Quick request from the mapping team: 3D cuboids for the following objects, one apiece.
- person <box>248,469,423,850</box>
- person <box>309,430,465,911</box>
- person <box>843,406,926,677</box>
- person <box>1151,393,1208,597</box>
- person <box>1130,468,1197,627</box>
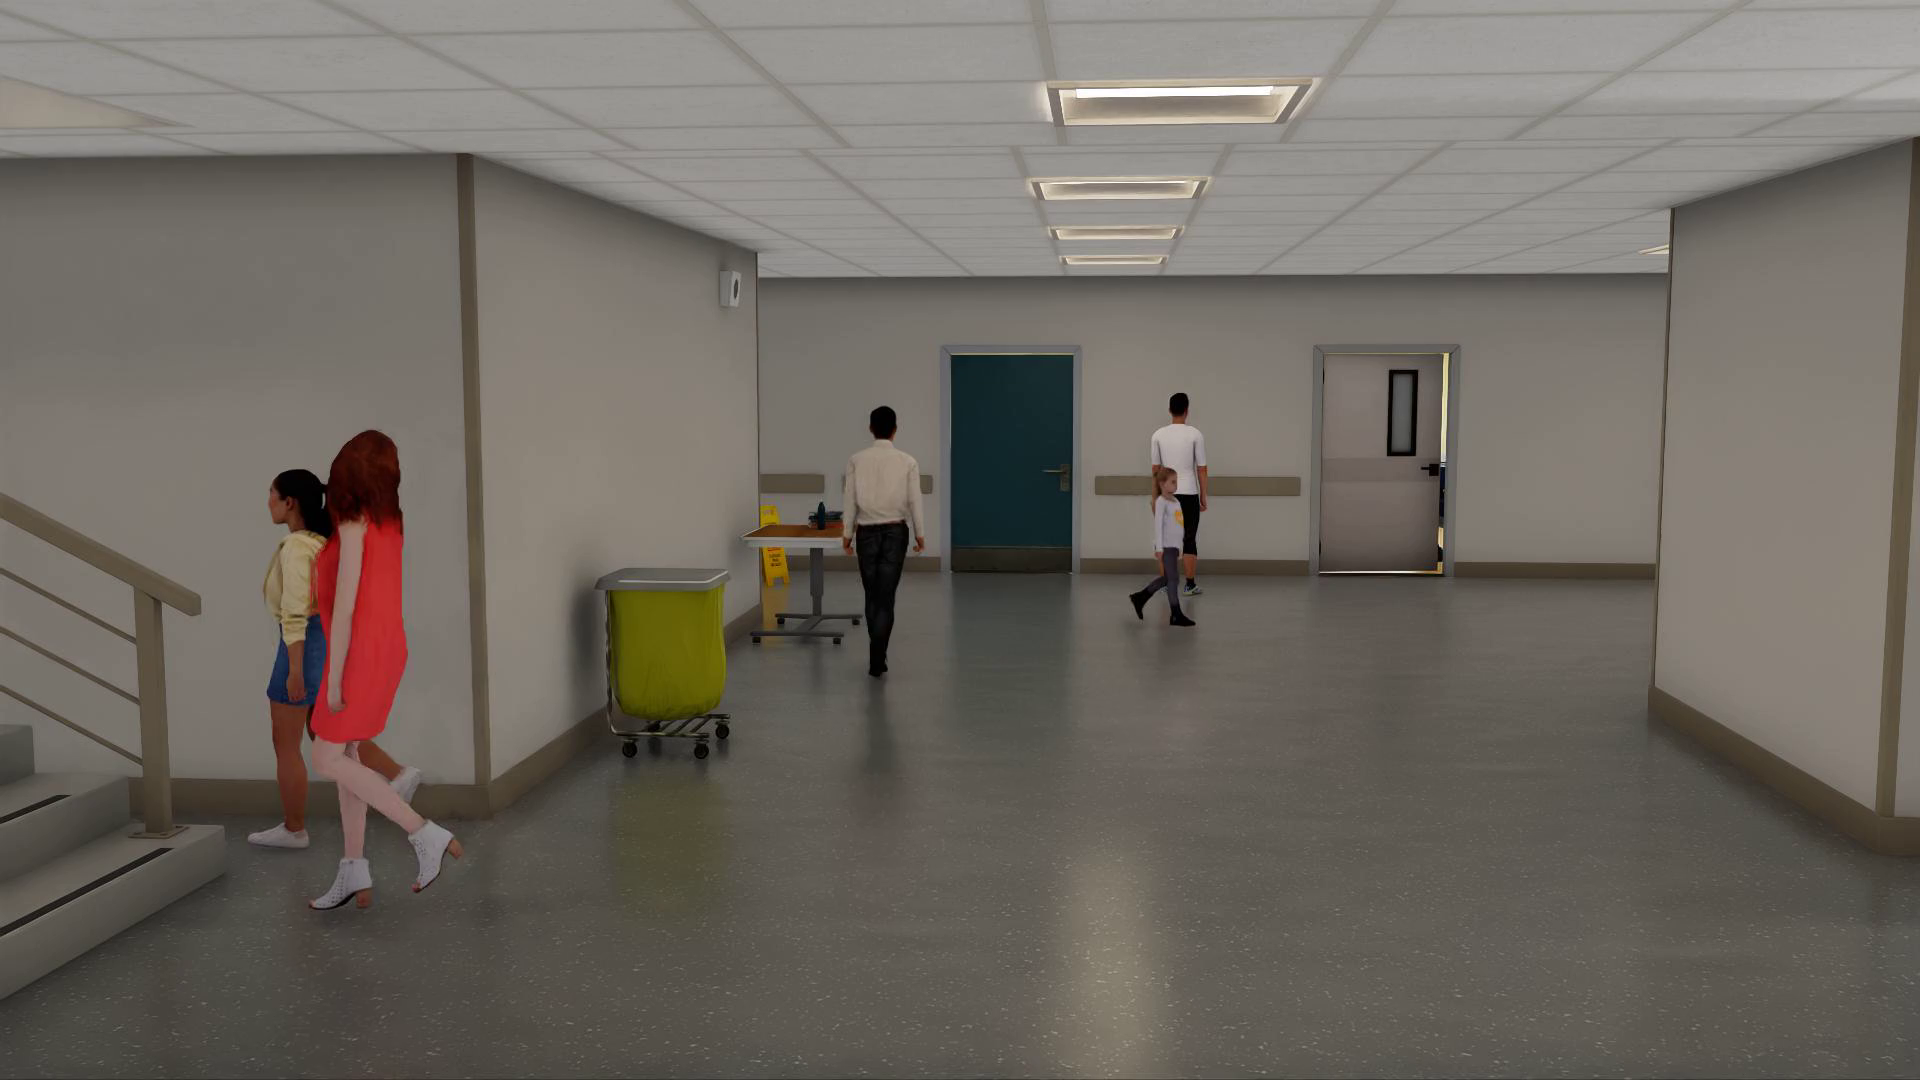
[{"bbox_3d":[-2.681,0.516,7.057,0.971,1.616,0.709,0,6,-3],"label":"person"},{"bbox_3d":[-2.143,0.514,6.189,0.841,1.794,0.676,-1,6,-8],"label":"person"},{"bbox_3d":[-0.534,0.023,11.108,0.928,1.786,0.752,1,6,7],"label":"person"},{"bbox_3d":[1.998,-0.421,15.195,0.589,1.852,0.775,2,6,18],"label":"person"},{"bbox_3d":[1.618,0.058,13.377,0.910,1.262,0.729,4,7,33],"label":"person"}]
